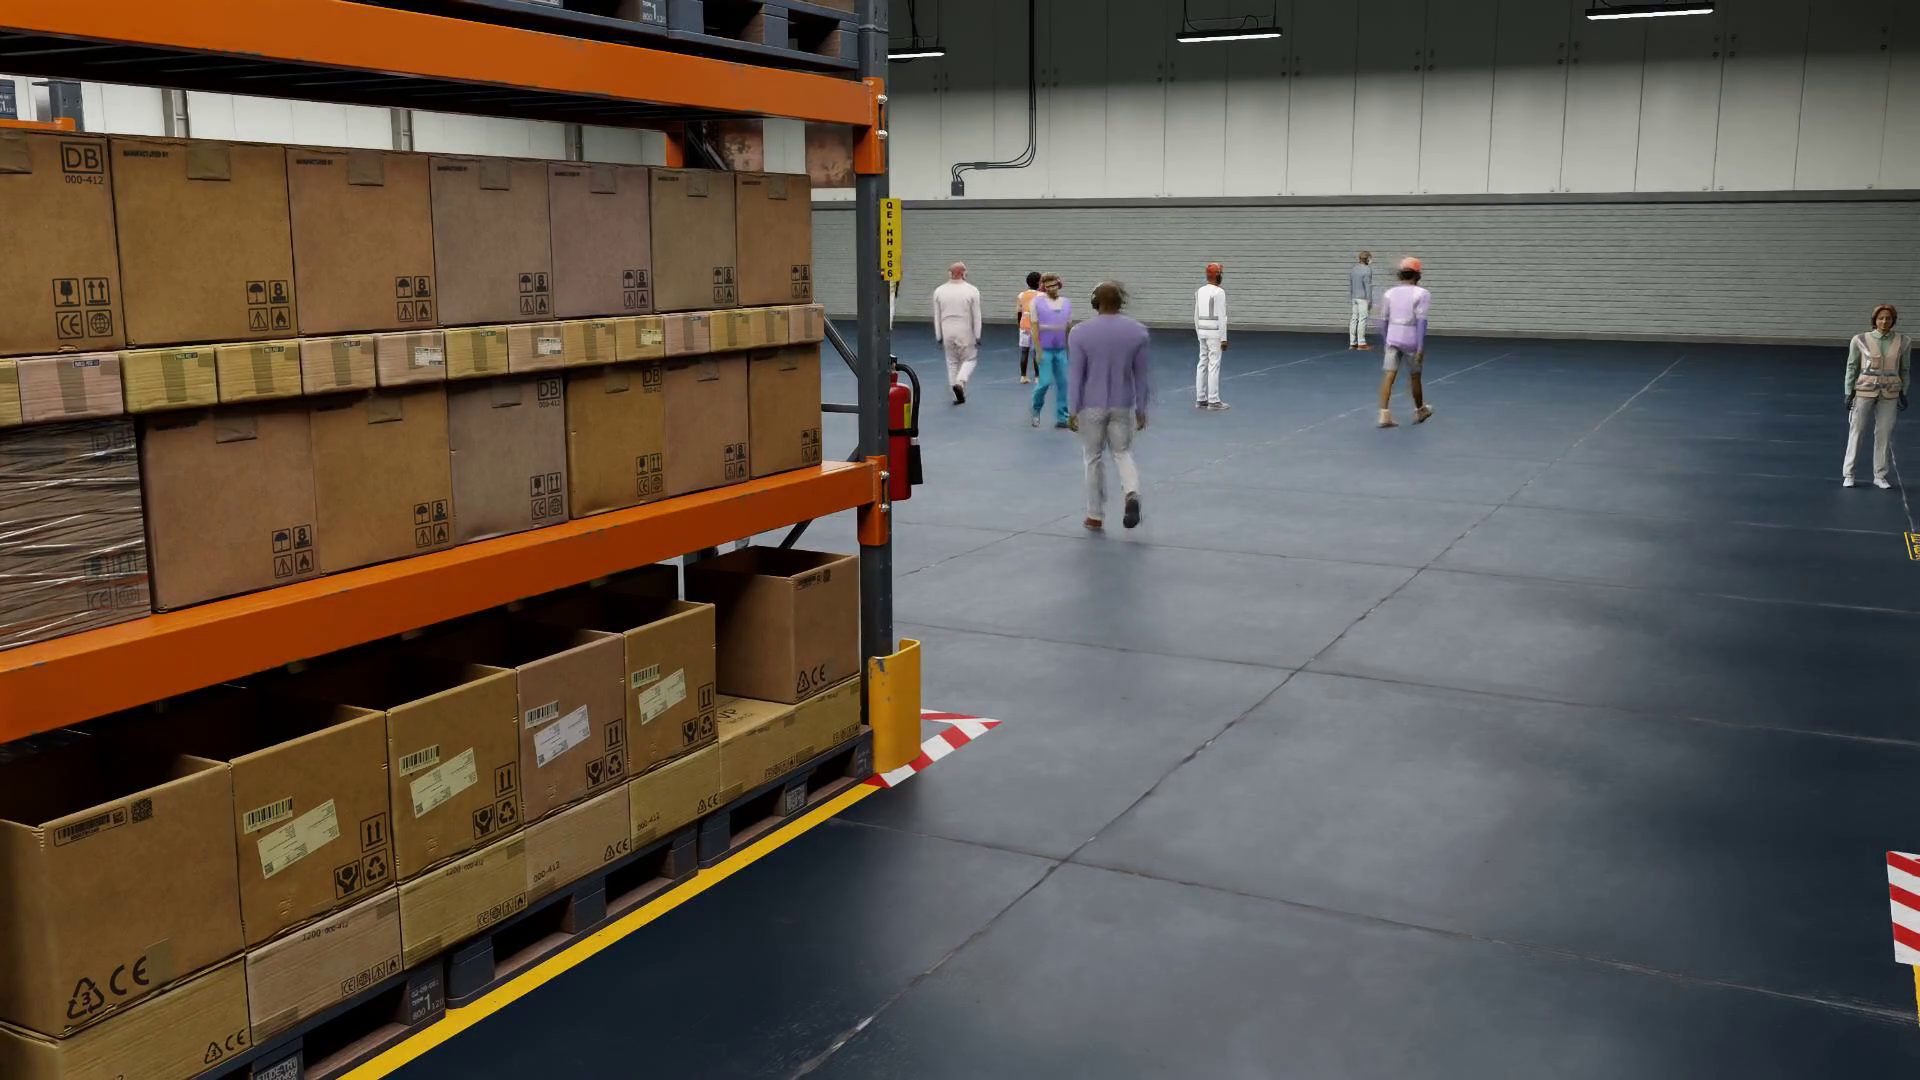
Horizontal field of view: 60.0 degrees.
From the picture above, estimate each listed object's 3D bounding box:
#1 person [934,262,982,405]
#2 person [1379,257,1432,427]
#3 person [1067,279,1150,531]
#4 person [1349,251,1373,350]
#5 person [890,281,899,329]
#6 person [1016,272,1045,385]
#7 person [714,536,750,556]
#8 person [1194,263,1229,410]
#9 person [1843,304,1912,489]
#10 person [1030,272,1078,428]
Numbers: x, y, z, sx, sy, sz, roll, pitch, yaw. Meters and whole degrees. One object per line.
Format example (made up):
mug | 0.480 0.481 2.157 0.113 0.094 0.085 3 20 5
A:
person | -0.028 -2.715 21.941 0.667 1.891 0.485 4 11 19
person | 5.261 -2.327 19.611 0.622 1.973 1.092 9 14 42
person | 1.117 -0.990 12.481 0.632 1.925 0.618 -2 11 -13
person | 7.895 -4.707 32.697 0.355 1.936 0.636 -4 11 -20
person | -1.791 -5.961 39.855 0.647 1.812 0.771 -4 11 -22
person | 1.098 -3.180 25.021 0.541 1.695 0.316 8 13 36
person | -1.619 -0.643 11.361 0.501 1.632 0.280 4 11 19
person | 3.257 -2.625 21.483 0.345 1.883 0.584 -5 12 -27
person | 8.135 -1.271 14.769 0.524 1.639 0.308 3 11 14
person | 1.053 -2.197 19.305 0.623 1.823 0.447 -6 12 -30
